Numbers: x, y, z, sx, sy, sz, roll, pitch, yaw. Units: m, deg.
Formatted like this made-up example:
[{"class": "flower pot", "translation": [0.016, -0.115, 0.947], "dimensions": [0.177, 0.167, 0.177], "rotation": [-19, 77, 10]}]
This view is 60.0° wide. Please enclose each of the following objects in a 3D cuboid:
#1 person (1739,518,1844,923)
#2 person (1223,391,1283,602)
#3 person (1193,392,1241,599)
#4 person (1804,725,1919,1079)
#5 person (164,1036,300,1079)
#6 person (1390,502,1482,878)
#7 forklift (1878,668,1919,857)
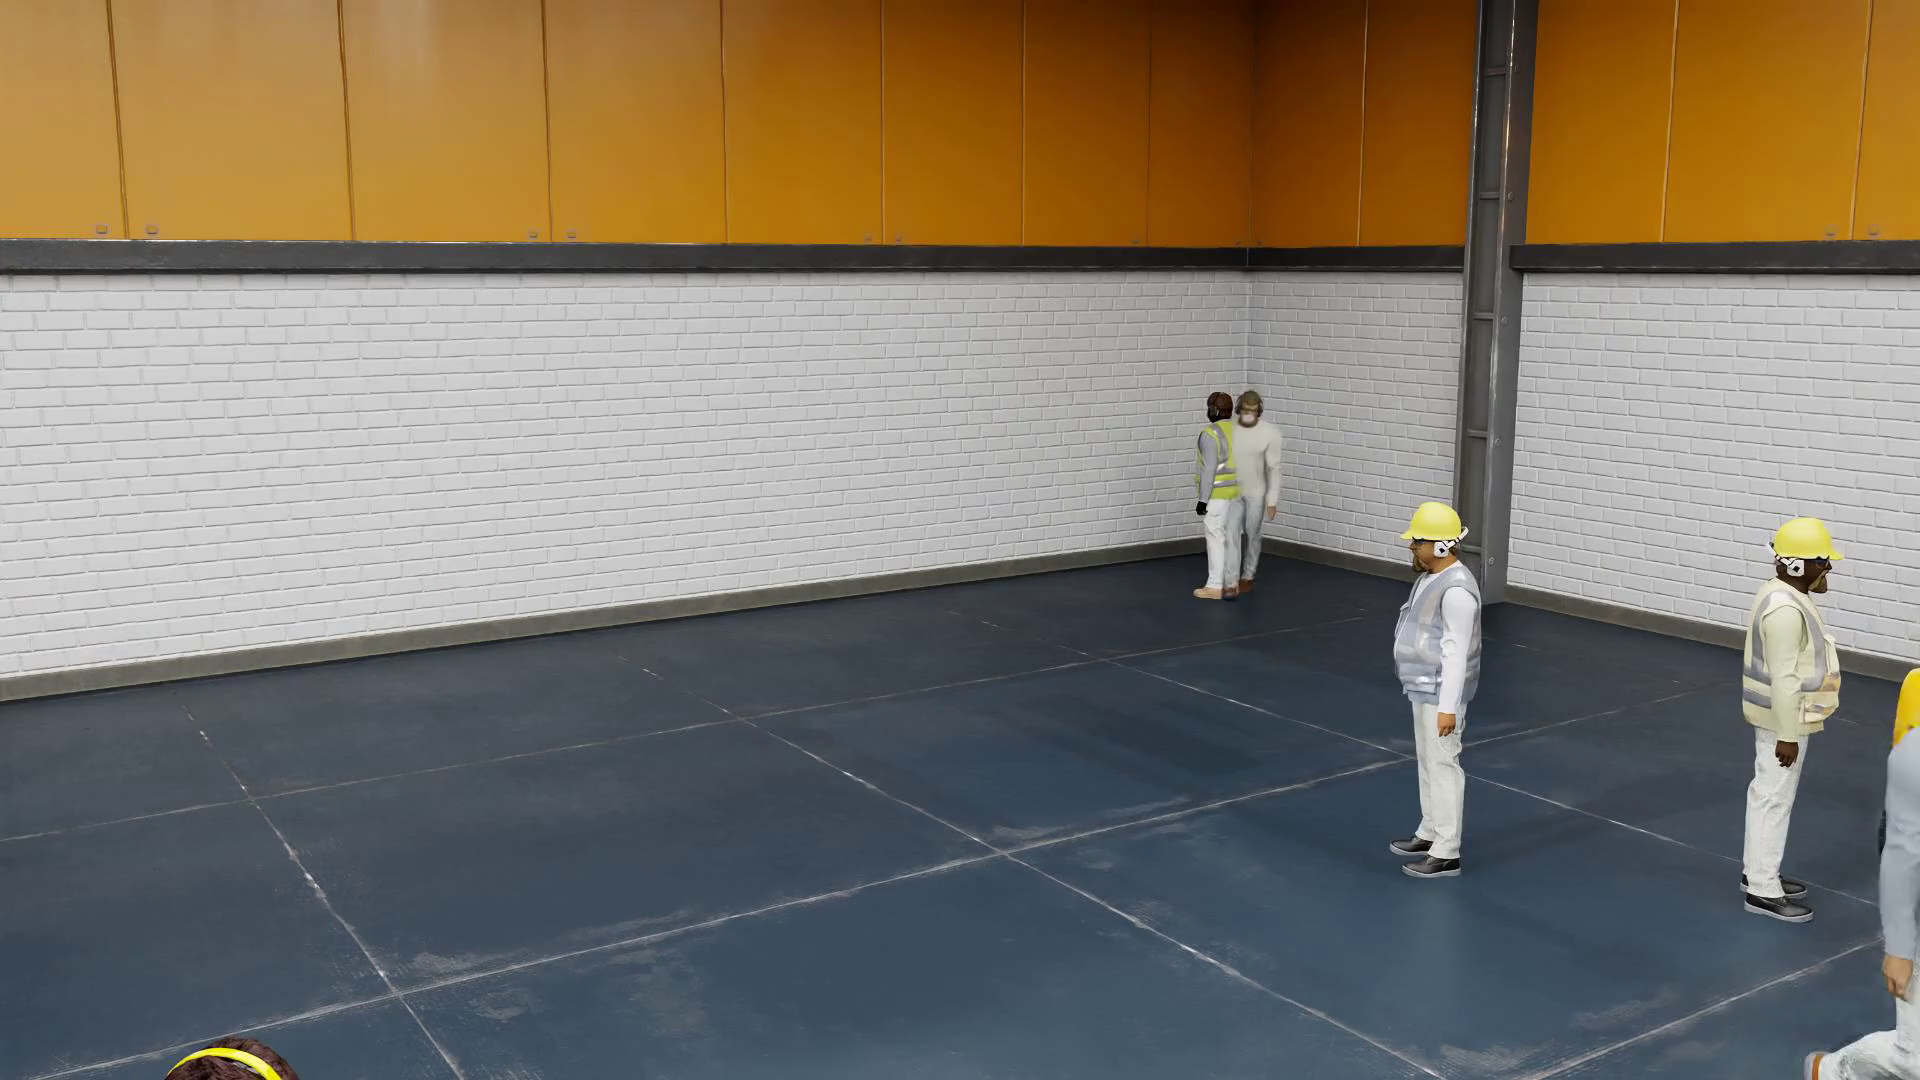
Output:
[{"class": "person", "translation": [3.784, 0.802, 7.601], "dimensions": [0.404, 1.831, 0.600], "rotation": [4, 10, 23]}, {"class": "person", "translation": [2.524, -0.387, 14.689], "dimensions": [0.637, 1.855, 1.058], "rotation": [3, 10, 19]}, {"class": "person", "translation": [2.301, -0.398, 14.803], "dimensions": [0.430, 1.843, 0.626], "rotation": [9, 13, 43]}, {"class": "person", "translation": [3.030, 1.178, 5.102], "dimensions": [0.644, 1.913, 0.708], "rotation": [-2, 10, -11]}, {"class": "person", "translation": [-1.036, 1.632, 2.487], "dimensions": [0.518, 1.872, 0.326], "rotation": [0, 9, -2]}, {"class": "person", "translation": [2.315, 0.721, 8.121], "dimensions": [0.403, 1.826, 0.596], "rotation": [0, 9, 2]}, {"class": "forklift", "translation": [5.511, 0.571, 7.906], "dimensions": [2.313, 2.155, 1.214], "rotation": [-6, 11, -33]}]
